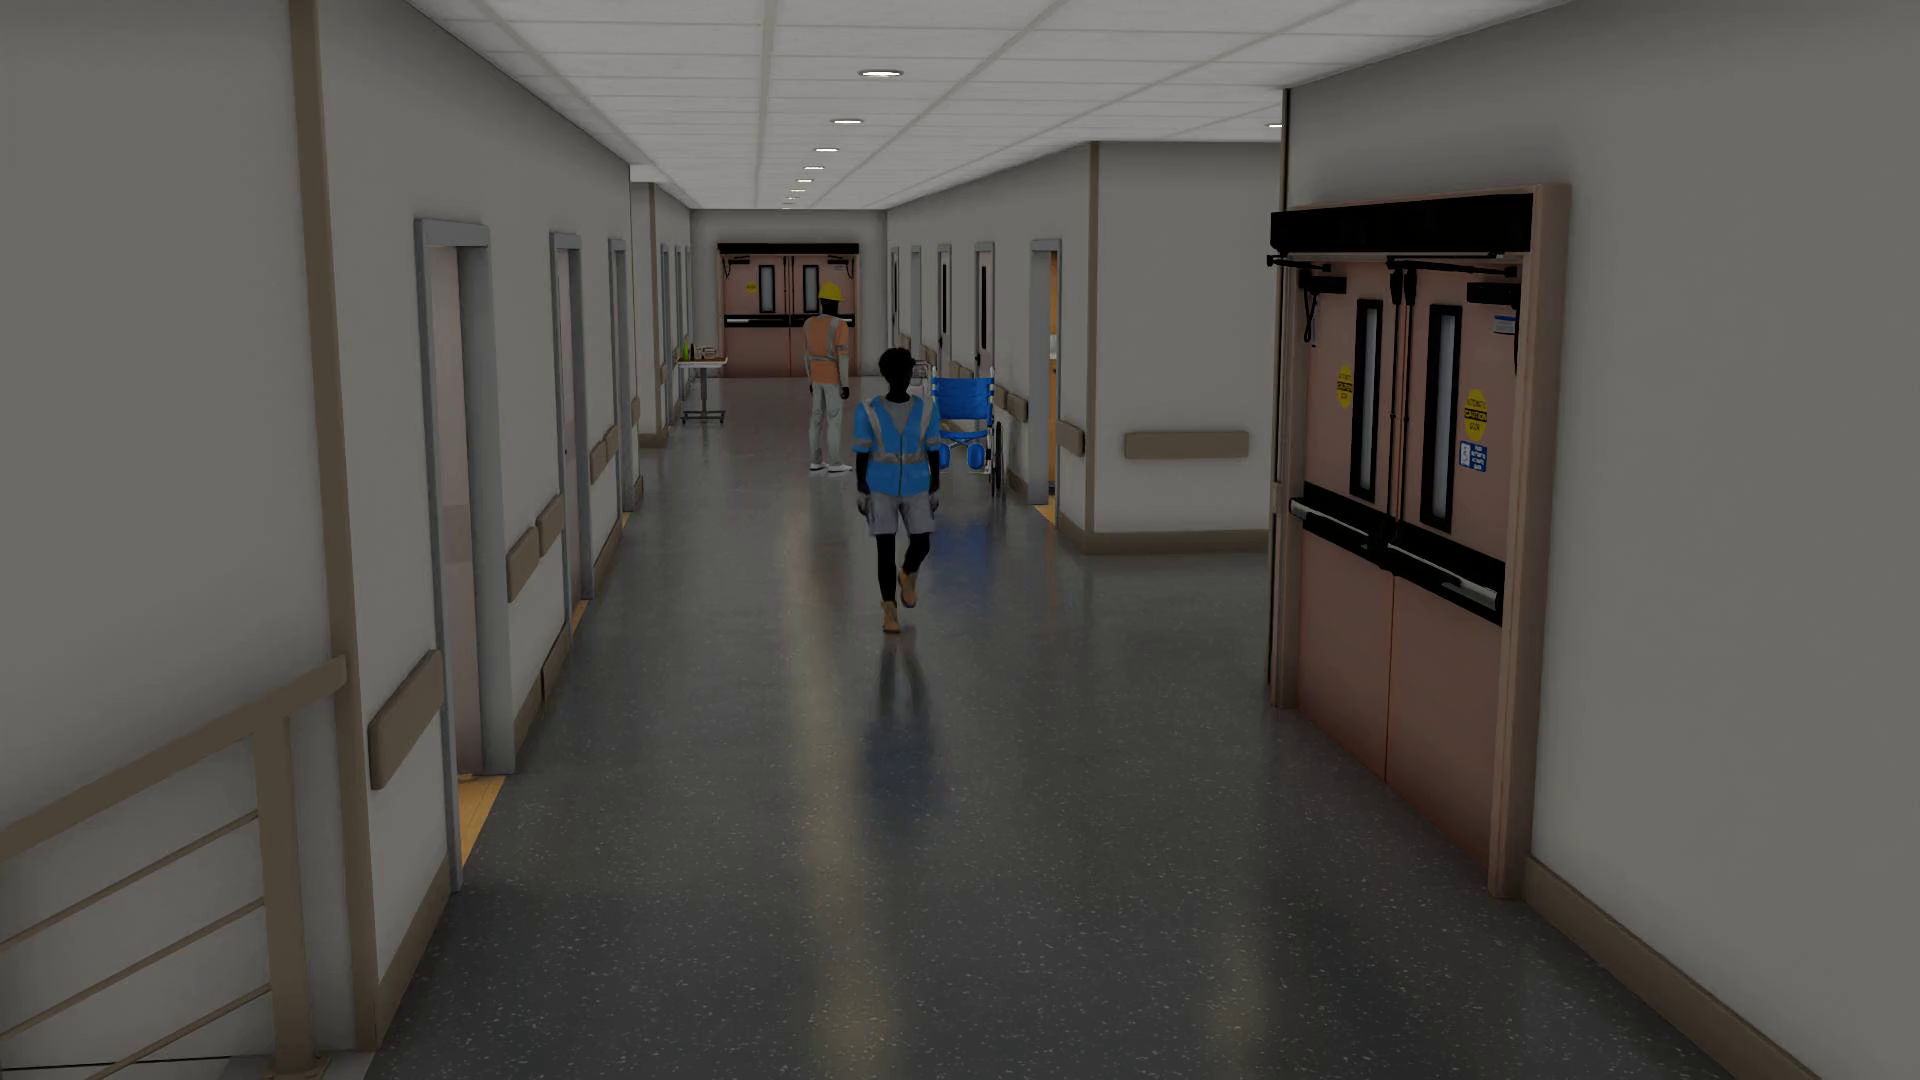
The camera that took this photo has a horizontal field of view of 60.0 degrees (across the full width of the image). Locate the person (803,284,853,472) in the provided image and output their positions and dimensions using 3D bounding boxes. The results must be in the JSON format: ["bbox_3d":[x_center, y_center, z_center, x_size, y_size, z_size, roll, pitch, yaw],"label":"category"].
[{"bbox_3d":[-1.339,-1.653,17.014,0.584,1.919,0.390,8,12,38],"label":"person"}]

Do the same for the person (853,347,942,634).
[{"bbox_3d":[-0.377,-0.305,9.869,0.535,1.690,0.504,-2,10,-10],"label":"person"}]
